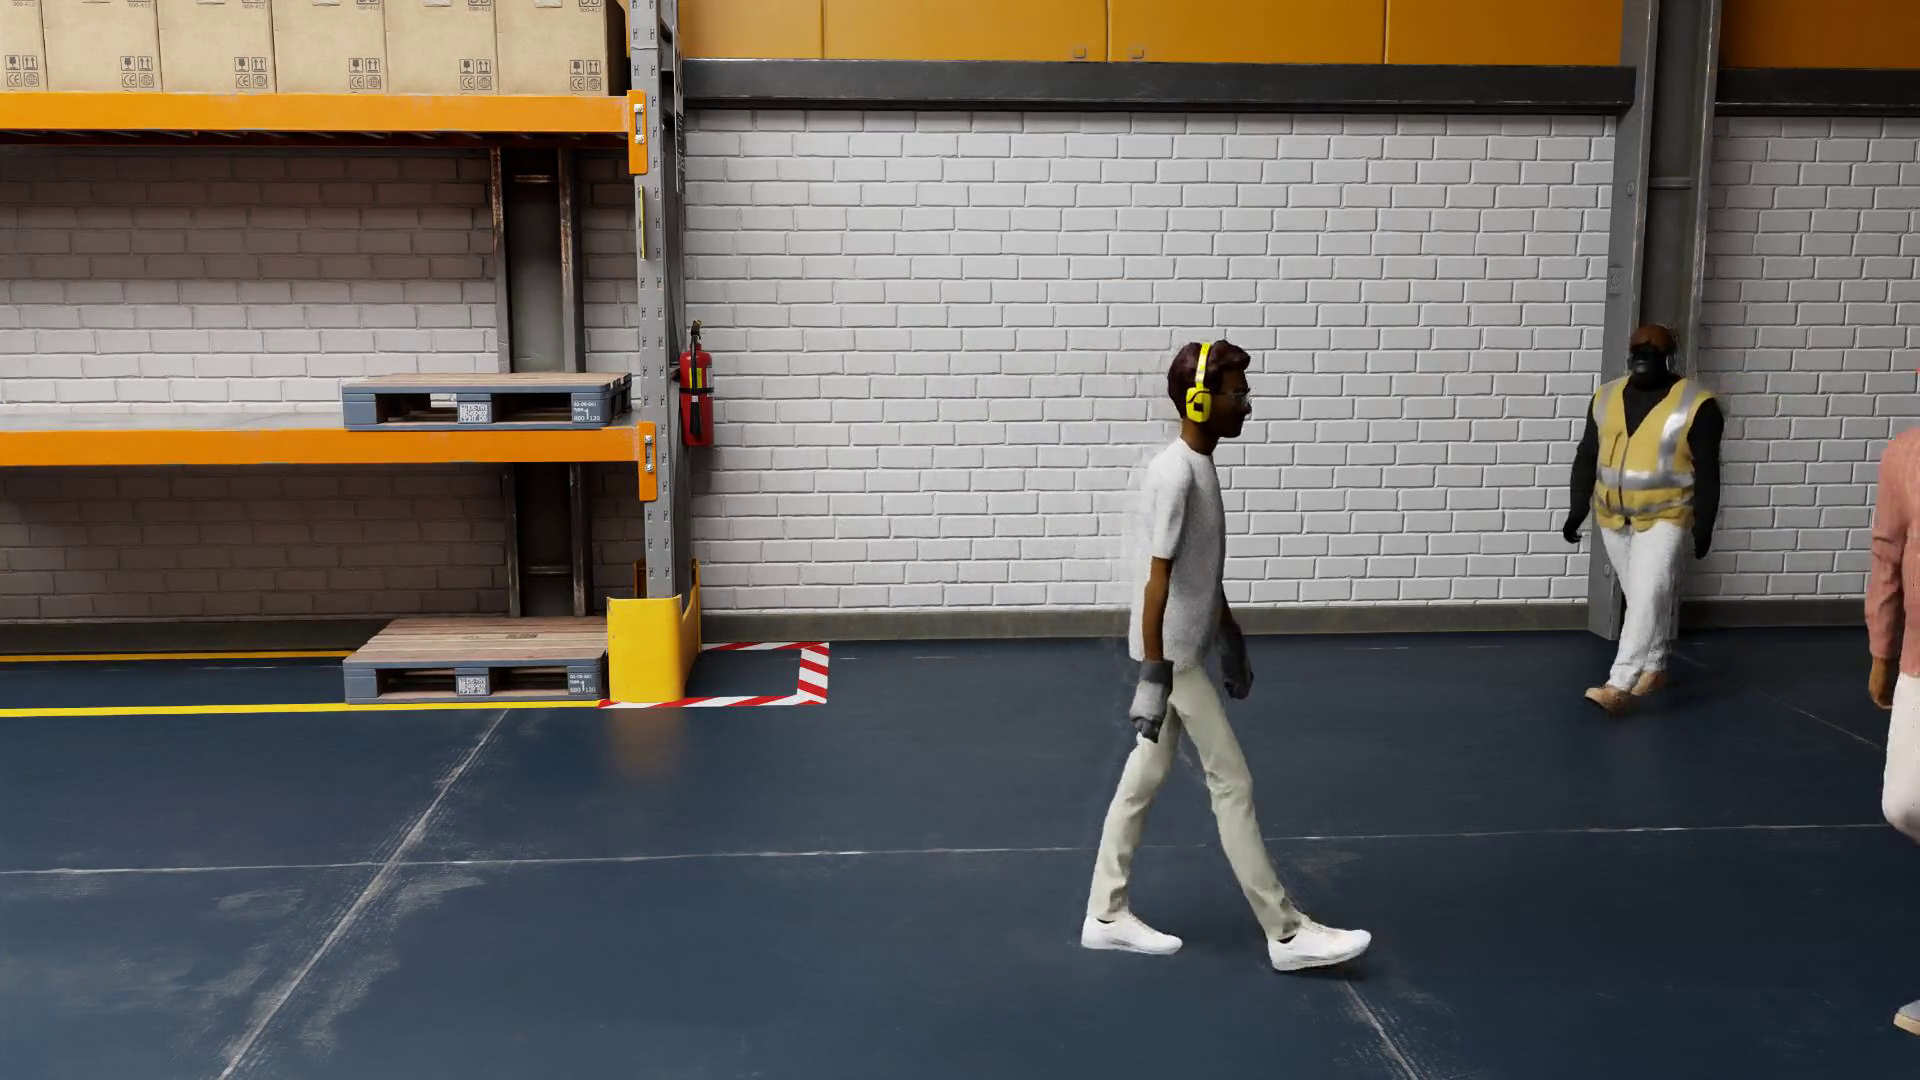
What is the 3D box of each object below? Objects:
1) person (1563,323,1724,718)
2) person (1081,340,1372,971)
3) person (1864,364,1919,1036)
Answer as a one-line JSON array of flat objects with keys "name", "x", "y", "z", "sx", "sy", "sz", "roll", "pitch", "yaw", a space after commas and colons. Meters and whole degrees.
[{"name": "person", "x": 3.155, "y": -0.101, "z": 7.755, "sx": 0.963, "sy": 1.794, "sz": 0.622, "roll": -7, "pitch": 11, "yaw": -37}, {"name": "person", "x": 0.778, "y": 0.348, "z": 4.817, "sx": 0.915, "sy": 1.829, "sz": 0.559, "roll": 2, "pitch": 9, "yaw": 11}, {"name": "person", "x": 2.771, "y": 0.332, "z": 4.490, "sx": 0.644, "sy": 1.971, "sz": 0.651, "roll": -5, "pitch": 10, "yaw": -29}]
